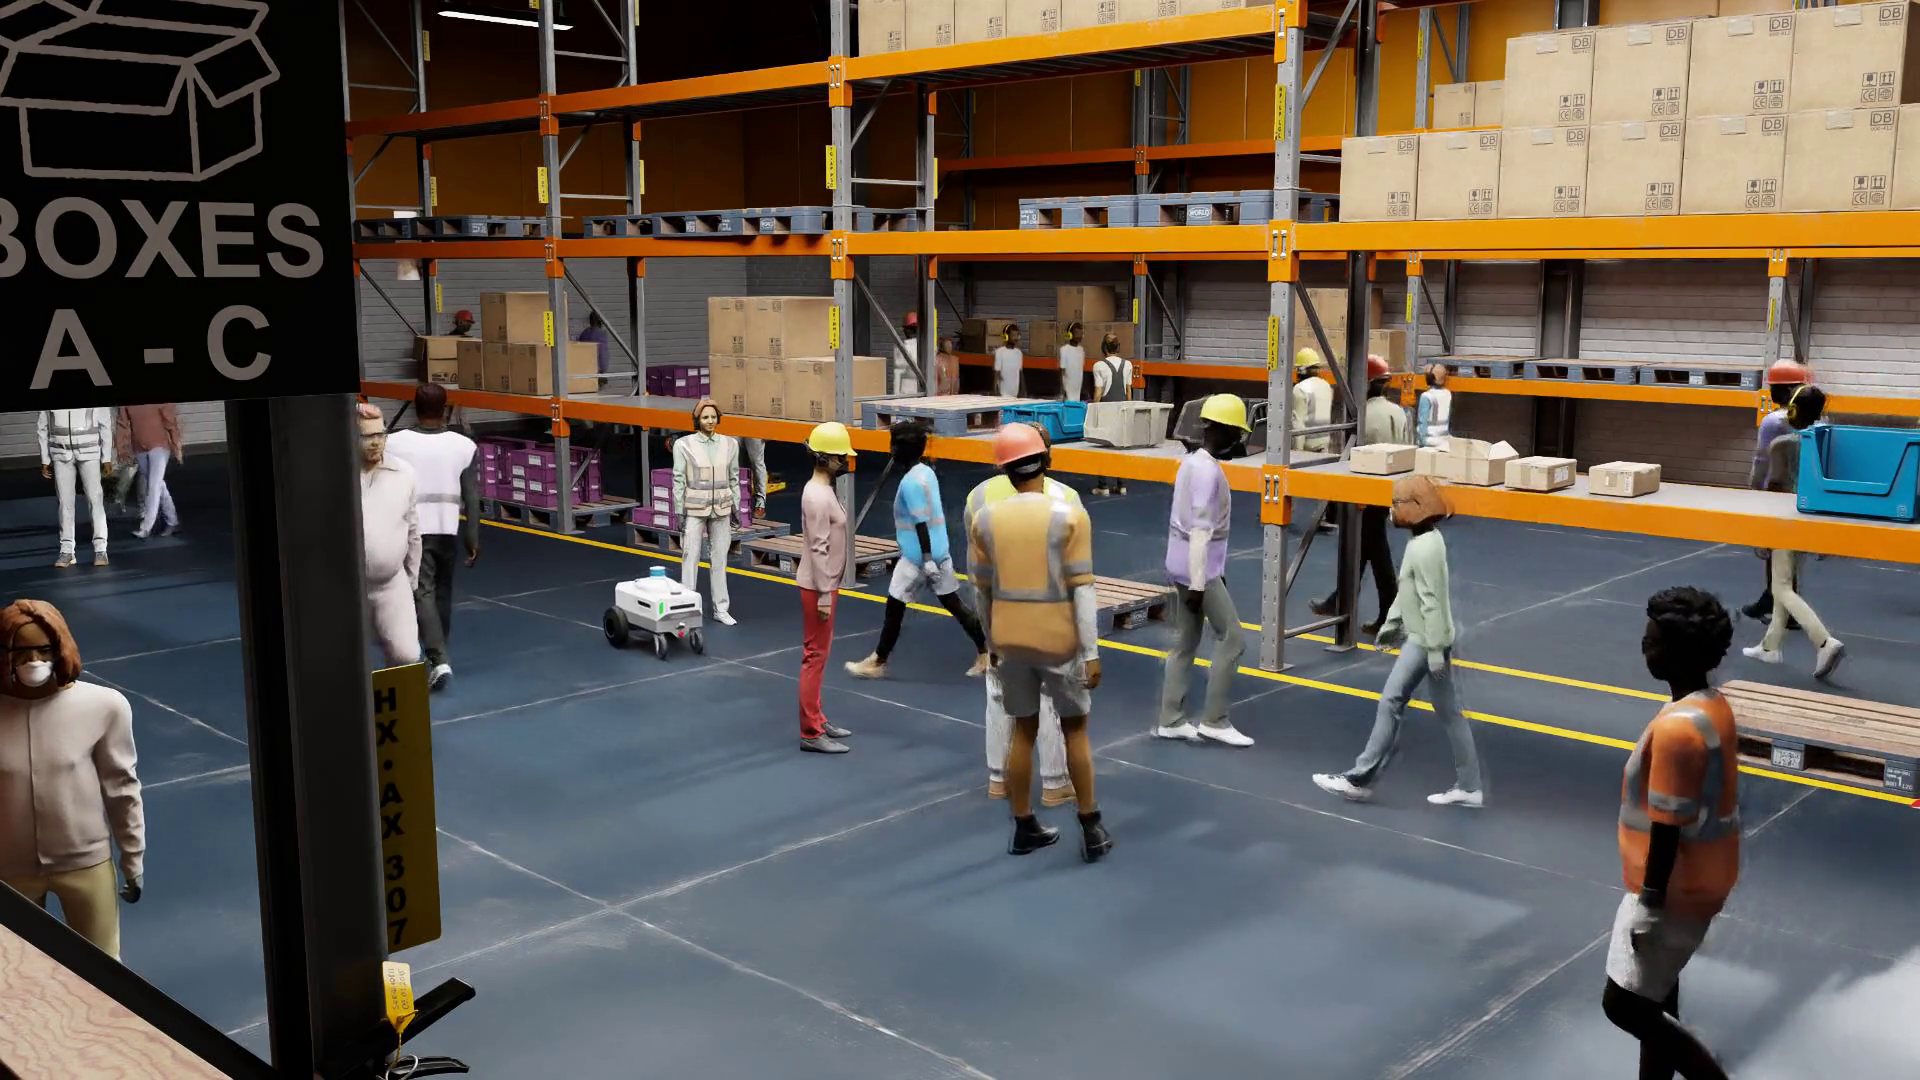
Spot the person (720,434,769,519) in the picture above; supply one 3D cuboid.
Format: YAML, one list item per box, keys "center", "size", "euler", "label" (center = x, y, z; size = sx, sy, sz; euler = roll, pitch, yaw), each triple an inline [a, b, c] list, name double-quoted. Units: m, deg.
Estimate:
- center: [-2.203, -1.182, 17.073]
  size: [0.632, 1.940, 0.372]
  euler: [2, 10, 14]
  label: "person"

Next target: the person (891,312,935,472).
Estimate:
- center: [-0.593, -1.822, 20.727]
  size: [0.629, 2.023, 0.451]
  euler: [-6, 11, -34]
  label: "person"

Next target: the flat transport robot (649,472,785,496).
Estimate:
- center: [-2.792, -0.677, 19.072]
  size: [1.431, 0.197, 0.652]
  euler: [4, 10, 21]
  label: "flat transport robot"

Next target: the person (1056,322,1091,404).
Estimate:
- center: [1.540, -1.983, 22.271]
  size: [0.418, 1.855, 0.511]
  euler: [7, 11, 35]
  label: "person"

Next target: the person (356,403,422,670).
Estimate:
- center: [-3.024, 0.241, 8.494]
  size: [0.661, 1.887, 0.421]
  euler: [-8, 12, -41]
  label: "person"

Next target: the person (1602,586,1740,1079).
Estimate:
- center: [2.026, 0.967, 4.651]
  size: [0.472, 1.684, 0.551]
  euler: [6, 11, 32]
  label: "person"

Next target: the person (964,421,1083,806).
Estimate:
- center: [0.337, 0.352, 7.960]
  size: [0.625, 1.846, 0.429]
  euler: [5, 10, 26]
  label: "person"

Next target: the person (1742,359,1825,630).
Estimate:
- center: [5.821, -0.334, 11.930]
  size: [0.585, 1.915, 0.694]
  euler: [-5, 10, -28]
  label: "person"

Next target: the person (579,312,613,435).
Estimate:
- center: [-5.559, -2.598, 25.823]
  size: [0.658, 1.910, 0.819]
  euler: [7, 11, 35]
  label: "person"

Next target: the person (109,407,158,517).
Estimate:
- center: [-8.457, -1.076, 17.071]
  size: [0.492, 1.730, 0.403]
  euler: [1, 9, 6]
  label: "person"

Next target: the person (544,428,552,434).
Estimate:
- center: [-6.341, -2.600, 25.863]
  size: [0.399, 1.907, 0.644]
  euler: [-1, 9, -3]
  label: "person"

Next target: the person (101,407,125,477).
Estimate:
- center: [-10.529, -1.695, 20.512]
  size: [0.430, 1.845, 0.619]
  euler: [0, 9, -1]
  label: "person"

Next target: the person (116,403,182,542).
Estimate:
- center: [-7.618, -0.825, 15.561]
  size: [0.519, 1.714, 0.936]
  euler: [2, 9, 10]
  label: "person"

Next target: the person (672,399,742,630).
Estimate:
- center: [-1.805, -0.186, 11.872]
  size: [0.512, 1.642, 0.312]
  euler: [-5, 11, -30]
  label: "person"

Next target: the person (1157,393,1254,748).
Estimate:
- center: [1.365, 0.165, 8.934]
  size: [0.649, 1.893, 0.624]
  euler: [0, 9, 1]
  label: "person"

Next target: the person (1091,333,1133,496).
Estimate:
- center: [1.698, -1.412, 18.764]
  size: [0.504, 1.847, 0.345]
  euler: [-5, 10, -26]
  label: "person"

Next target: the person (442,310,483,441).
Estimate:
- center: [-7.416, -2.434, 24.685]
  size: [0.868, 1.944, 0.626]
  euler: [0, 9, 2]
  label: "person"

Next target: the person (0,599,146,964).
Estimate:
- center: [-2.647, 0.968, 4.850]
  size: [0.501, 1.629, 0.272]
  euler: [-4, 10, -23]
  label: "person"

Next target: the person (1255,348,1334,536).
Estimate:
- center: [3.295, -0.951, 16.100]
  size: [0.618, 1.789, 0.886]
  euler: [-8, 12, -40]
  label: "person"

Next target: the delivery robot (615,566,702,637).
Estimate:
- center: [-2.028, 0.422, 11.183]
  size: [0.477, 0.478, 0.707]
  euler: [-7, 11, -37]
  label: "delivery robot"

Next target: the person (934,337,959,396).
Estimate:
- center: [-0.161, -1.982, 22.943]
  size: [0.539, 1.621, 0.509]
  euler: [-8, 12, -41]
  label: "person"

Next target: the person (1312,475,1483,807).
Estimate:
- center: [2.122, 0.488, 7.891]
  size: [0.820, 1.585, 0.506]
  euler: [3, 10, 19]
  label: "person"

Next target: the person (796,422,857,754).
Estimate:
- center: [-0.705, 0.251, 8.845]
  size: [0.336, 1.761, 0.524]
  euler: [-1, 9, -3]
  label: "person"

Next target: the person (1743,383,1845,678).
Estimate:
- center: [5.317, -0.064, 10.519]
  size: [0.526, 1.843, 0.817]
  euler: [-3, 10, -17]
  label: "person"

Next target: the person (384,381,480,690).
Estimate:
- center: [-3.269, -0.042, 10.305]
  size: [0.599, 1.874, 0.991]
  euler: [-5, 10, -27]
  label: "person"

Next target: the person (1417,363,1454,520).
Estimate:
- center: [4.802, -0.965, 16.710]
  size: [0.519, 1.625, 0.568]
  euler: [-8, 12, -41]
  label: "person"

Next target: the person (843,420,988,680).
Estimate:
- center: [-0.200, 0.076, 10.277]
  size: [0.963, 1.645, 0.540]
  euler: [2, 10, 13]
  label: "person"

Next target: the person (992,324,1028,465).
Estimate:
- center: [0.729, -1.841, 21.382]
  size: [0.767, 1.846, 0.555]
  euler: [8, 12, 39]
  label: "person"

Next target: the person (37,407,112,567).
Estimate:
- center: [-7.610, -0.705, 14.316]
  size: [0.574, 1.884, 0.356]
  euler: [-3, 10, -16]
  label: "person"

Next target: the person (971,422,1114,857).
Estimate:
- center: [0.378, 0.446, 7.230]
  size: [0.670, 1.901, 0.422]
  euler: [4, 10, 24]
  label: "person"

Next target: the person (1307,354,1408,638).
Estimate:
- center: [2.774, -0.320, 11.708]
  size: [0.933, 1.955, 0.652]
  euler: [9, 13, 43]
  label: "person"
